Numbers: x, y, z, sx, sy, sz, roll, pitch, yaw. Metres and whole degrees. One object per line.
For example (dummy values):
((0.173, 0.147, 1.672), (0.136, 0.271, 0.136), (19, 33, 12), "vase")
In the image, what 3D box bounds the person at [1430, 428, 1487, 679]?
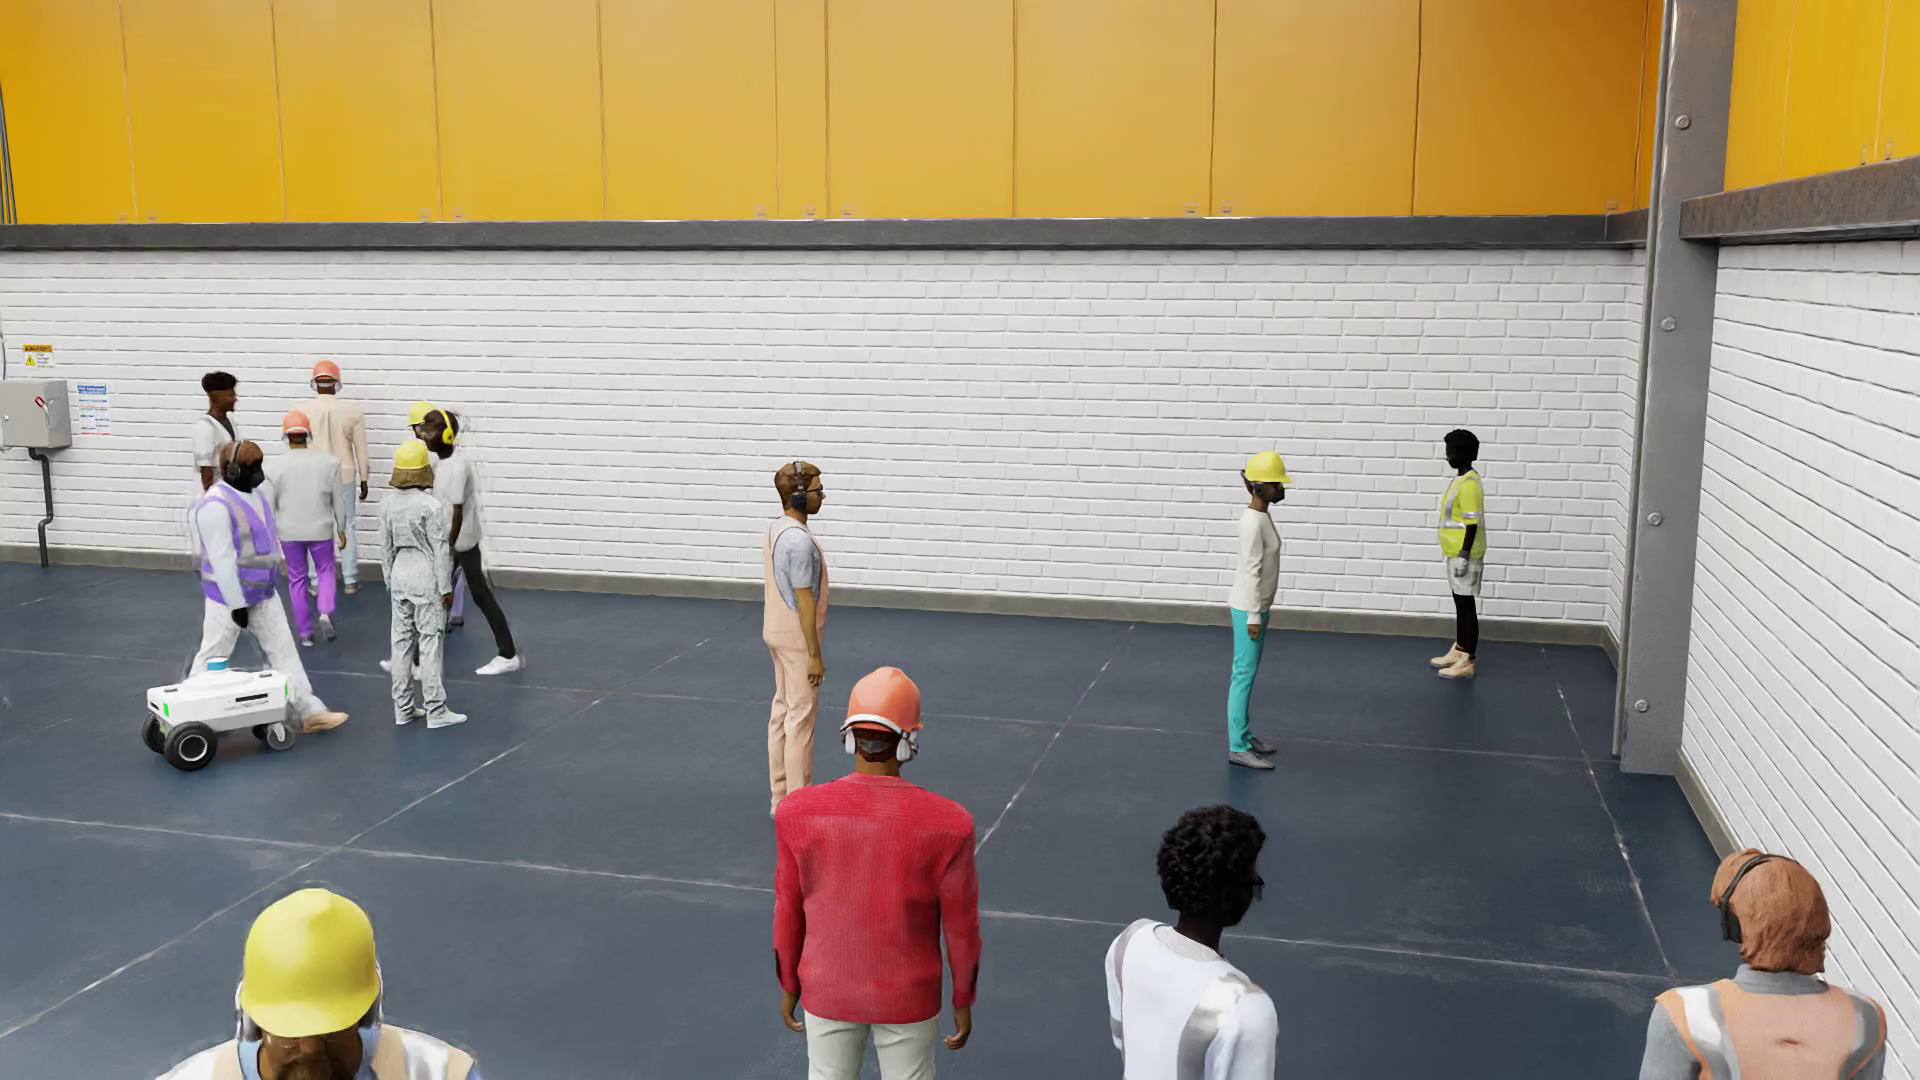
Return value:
((3.395, 0.090, 11.264), (0.321, 1.692, 0.529), (2, 10, 9), "person")

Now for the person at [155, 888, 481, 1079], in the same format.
((-1.057, 1.473, 2.795), (0.621, 1.800, 0.733), (-4, 10, -20), "person")

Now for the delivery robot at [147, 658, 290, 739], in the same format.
((-4.215, 0.915, 9.478), (0.707, 0.478, 0.477), (-8, 13, -40), "delivery robot")

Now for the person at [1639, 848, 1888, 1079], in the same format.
((1.641, 1.447, 3.466), (0.525, 1.631, 0.315), (-1, 10, -5), "person")

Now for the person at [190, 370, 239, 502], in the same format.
((-5.813, -0.358, 13.108), (0.366, 1.962, 0.625), (-1, 10, -3), "person")

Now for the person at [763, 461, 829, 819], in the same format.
((-0.796, 0.525, 8.255), (0.345, 1.847, 0.504), (-4, 11, -24), "person")

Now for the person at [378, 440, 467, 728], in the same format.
((-3.268, 0.268, 10.068), (0.492, 1.745, 0.291), (4, 11, 24), "person")

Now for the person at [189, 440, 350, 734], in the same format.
((-4.187, 0.301, 9.769), (0.979, 1.789, 0.635), (1, 10, 5), "person")

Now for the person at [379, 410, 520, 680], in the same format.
((-3.411, 0.047, 11.113), (0.950, 1.828, 0.557), (-6, 12, -33), "person")

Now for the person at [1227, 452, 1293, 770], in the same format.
((1.674, 0.382, 9.328), (0.331, 1.768, 0.526), (3, 10, 15), "person")

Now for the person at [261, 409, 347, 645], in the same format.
((-4.763, -0.079, 12.103), (0.580, 1.740, 0.464), (-4, 11, -24), "person")

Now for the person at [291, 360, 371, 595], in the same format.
((-5.305, -0.521, 14.032), (0.630, 1.980, 0.411), (-4, 10, -22), "person")

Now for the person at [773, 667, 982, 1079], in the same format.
((-0.224, 1.206, 4.568), (0.576, 1.737, 0.355), (1, 10, 5), "person")

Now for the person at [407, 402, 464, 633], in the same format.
((-3.987, -0.169, 12.600), (0.326, 1.761, 0.523), (1, 10, 9), "person")

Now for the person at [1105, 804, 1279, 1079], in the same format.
((0.497, 1.394, 3.599), (0.318, 1.691, 0.535), (-5, 11, -26), "person")
